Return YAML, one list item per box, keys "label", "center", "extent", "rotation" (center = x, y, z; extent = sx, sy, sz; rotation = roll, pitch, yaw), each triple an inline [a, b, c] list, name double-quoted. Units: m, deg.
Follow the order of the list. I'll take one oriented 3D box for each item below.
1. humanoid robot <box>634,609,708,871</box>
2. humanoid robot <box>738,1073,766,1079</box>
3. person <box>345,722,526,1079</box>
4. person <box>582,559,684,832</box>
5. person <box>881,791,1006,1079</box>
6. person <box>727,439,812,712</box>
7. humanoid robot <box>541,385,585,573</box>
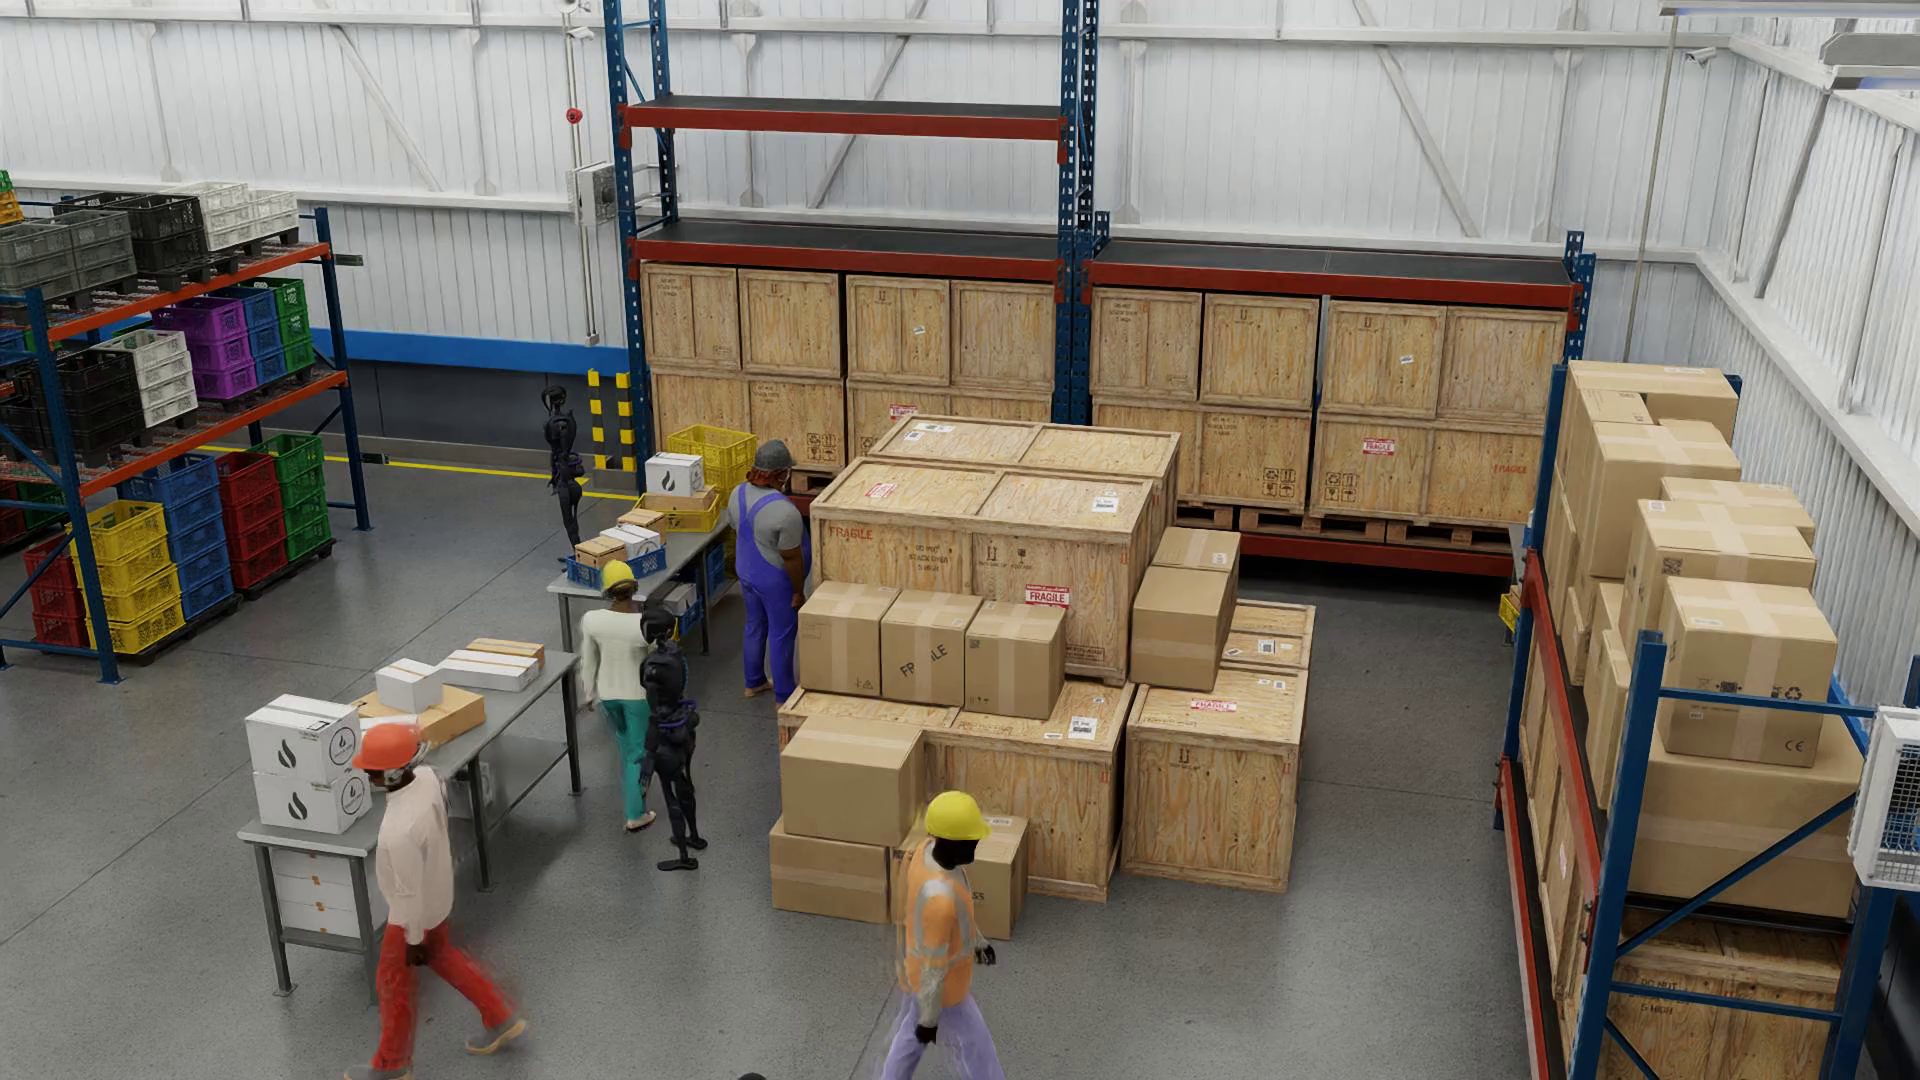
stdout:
- label: "humanoid robot"
  center: [-1.742, 1.184, 9.956]
  extent: [0.326, 1.657, 0.593]
  rotation: [3, 21, 9]
- label: "humanoid robot"
  center: [-0.733, 2.657, 6.104]
  extent: [0.609, 1.657, 0.316]
  rotation: [-3, 21, -9]
- label: "person"
  center: [-2.634, 1.753, 8.086]
  extent: [0.833, 1.966, 0.620]
  rotation: [-1, 21, -2]
- label: "person"
  center: [-2.052, 0.937, 10.514]
  extent: [0.544, 1.732, 0.731]
  rotation: [6, 22, 15]
- label: "person"
  center: [-0.005, 1.976, 7.623]
  extent: [0.937, 1.877, 0.585]
  rotation: [-3, 21, -9]
- label: "person"
  center: [-1.310, 0.237, 11.946]
  extent: [0.536, 2.000, 0.679]
  rotation: [-19, 28, -41]
- label: "humanoid robot"
  center: [-3.453, -0.543, 14.495]
  extent: [0.327, 1.649, 0.593]
  rotation: [-9, 23, -22]
